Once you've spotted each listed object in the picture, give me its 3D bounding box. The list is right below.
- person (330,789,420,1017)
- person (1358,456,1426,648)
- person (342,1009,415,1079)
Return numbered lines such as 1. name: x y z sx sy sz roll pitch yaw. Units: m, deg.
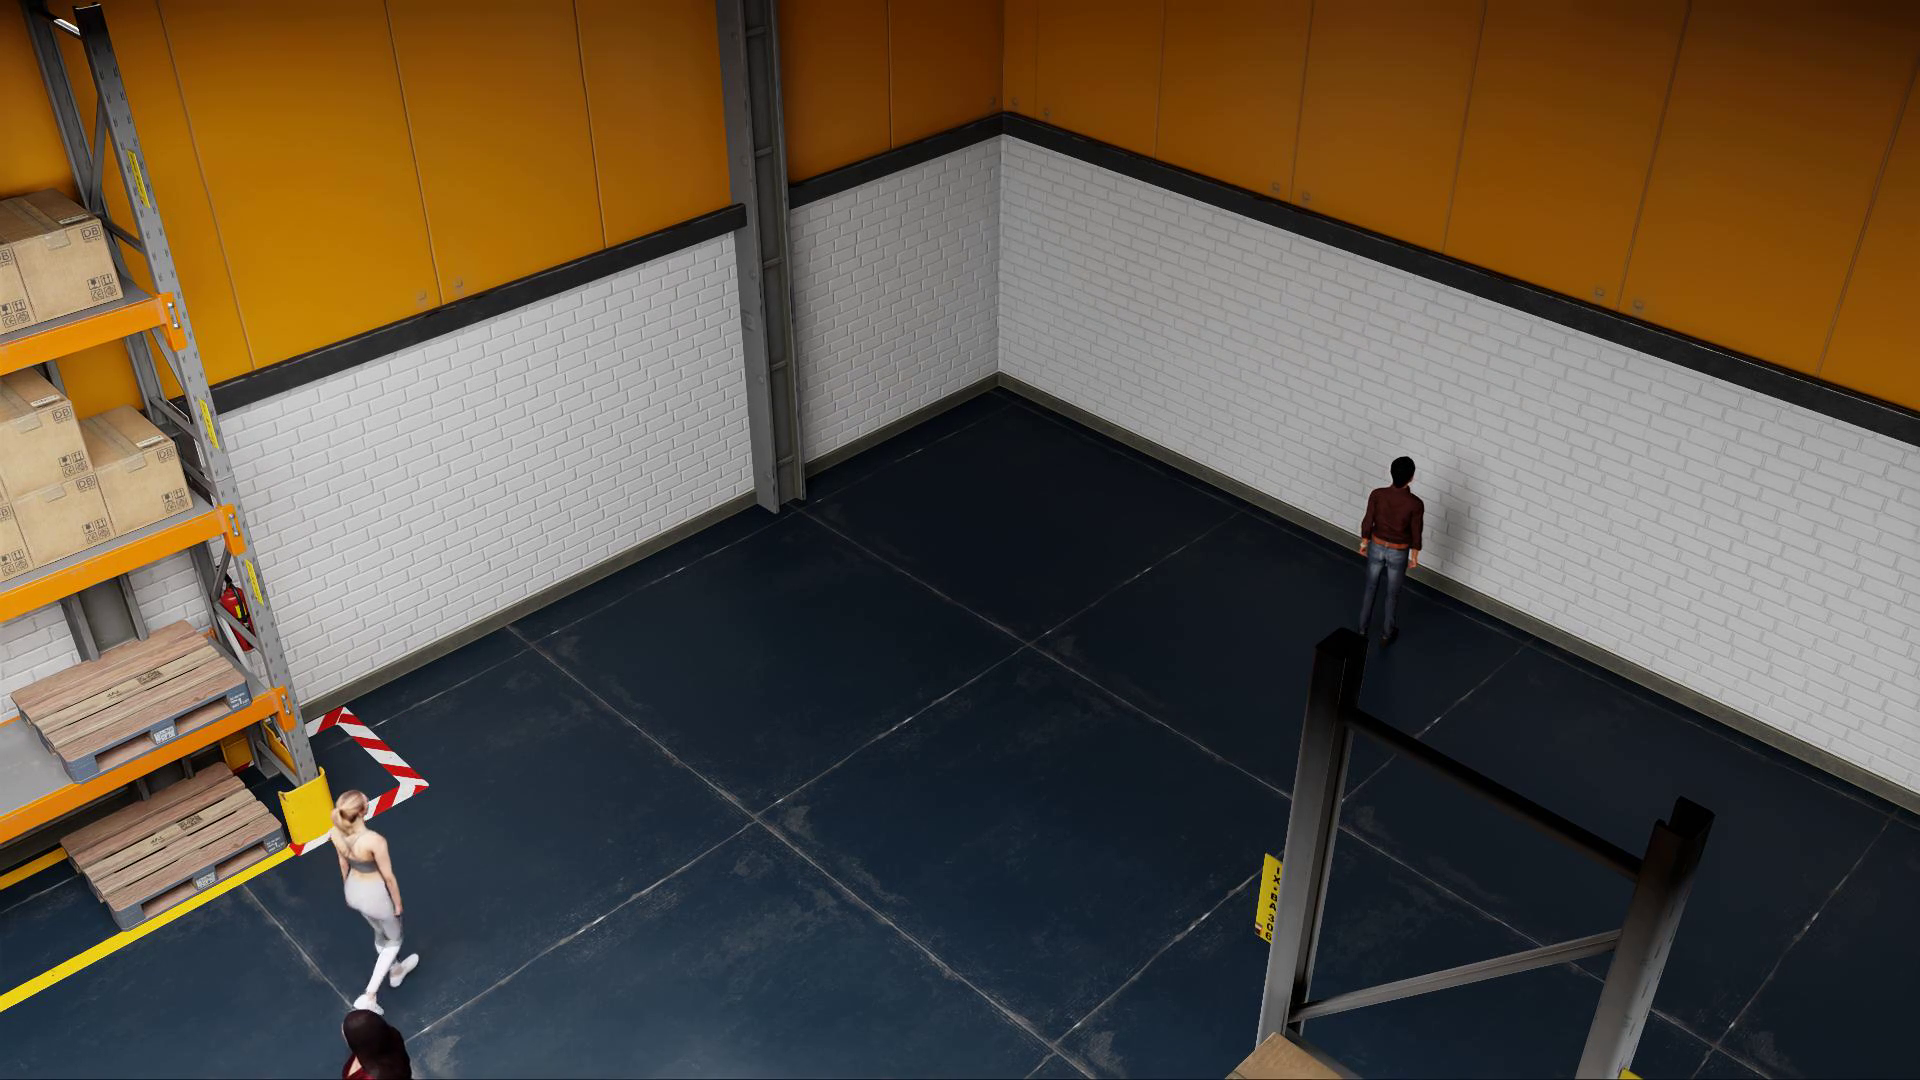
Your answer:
1. person: -3.761 2.309 10.489 0.805 1.688 0.992 11 35 16
2. person: 3.544 0.092 13.739 0.713 1.781 0.644 15 37 22
3. person: -3.092 3.176 9.121 0.758 1.756 0.756 -12 36 -18
